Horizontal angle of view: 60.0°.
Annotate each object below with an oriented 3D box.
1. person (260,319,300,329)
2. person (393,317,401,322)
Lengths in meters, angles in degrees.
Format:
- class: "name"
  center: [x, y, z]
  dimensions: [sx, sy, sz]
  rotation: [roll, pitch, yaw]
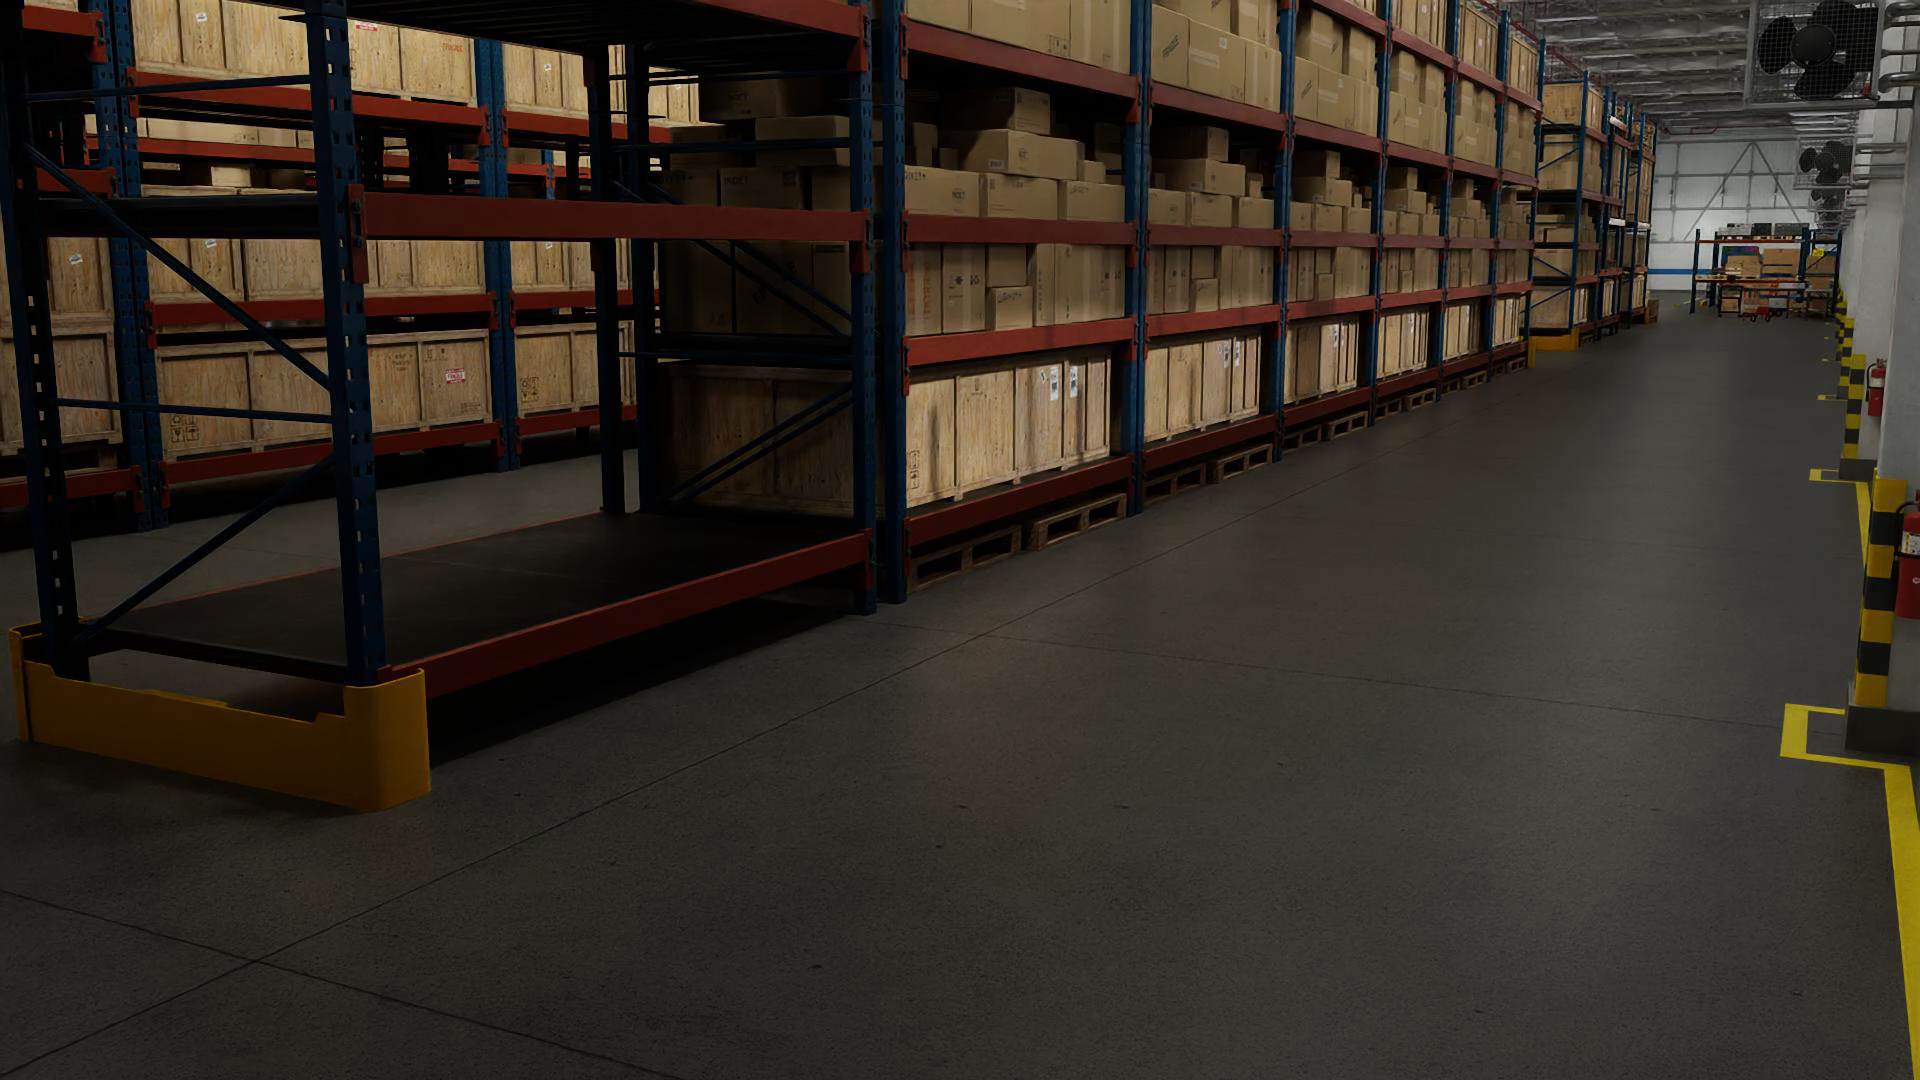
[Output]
- class: "person"
  center: [-7.797, -2.034, 19.195]
  dimensions: [0.604, 1.814, 0.529]
  rotation: [6, 12, 33]
- class: "person"
  center: [-10.478, -3.922, 30.677]
  dimensions: [0.317, 1.631, 0.514]
  rotation: [-4, 11, -23]
